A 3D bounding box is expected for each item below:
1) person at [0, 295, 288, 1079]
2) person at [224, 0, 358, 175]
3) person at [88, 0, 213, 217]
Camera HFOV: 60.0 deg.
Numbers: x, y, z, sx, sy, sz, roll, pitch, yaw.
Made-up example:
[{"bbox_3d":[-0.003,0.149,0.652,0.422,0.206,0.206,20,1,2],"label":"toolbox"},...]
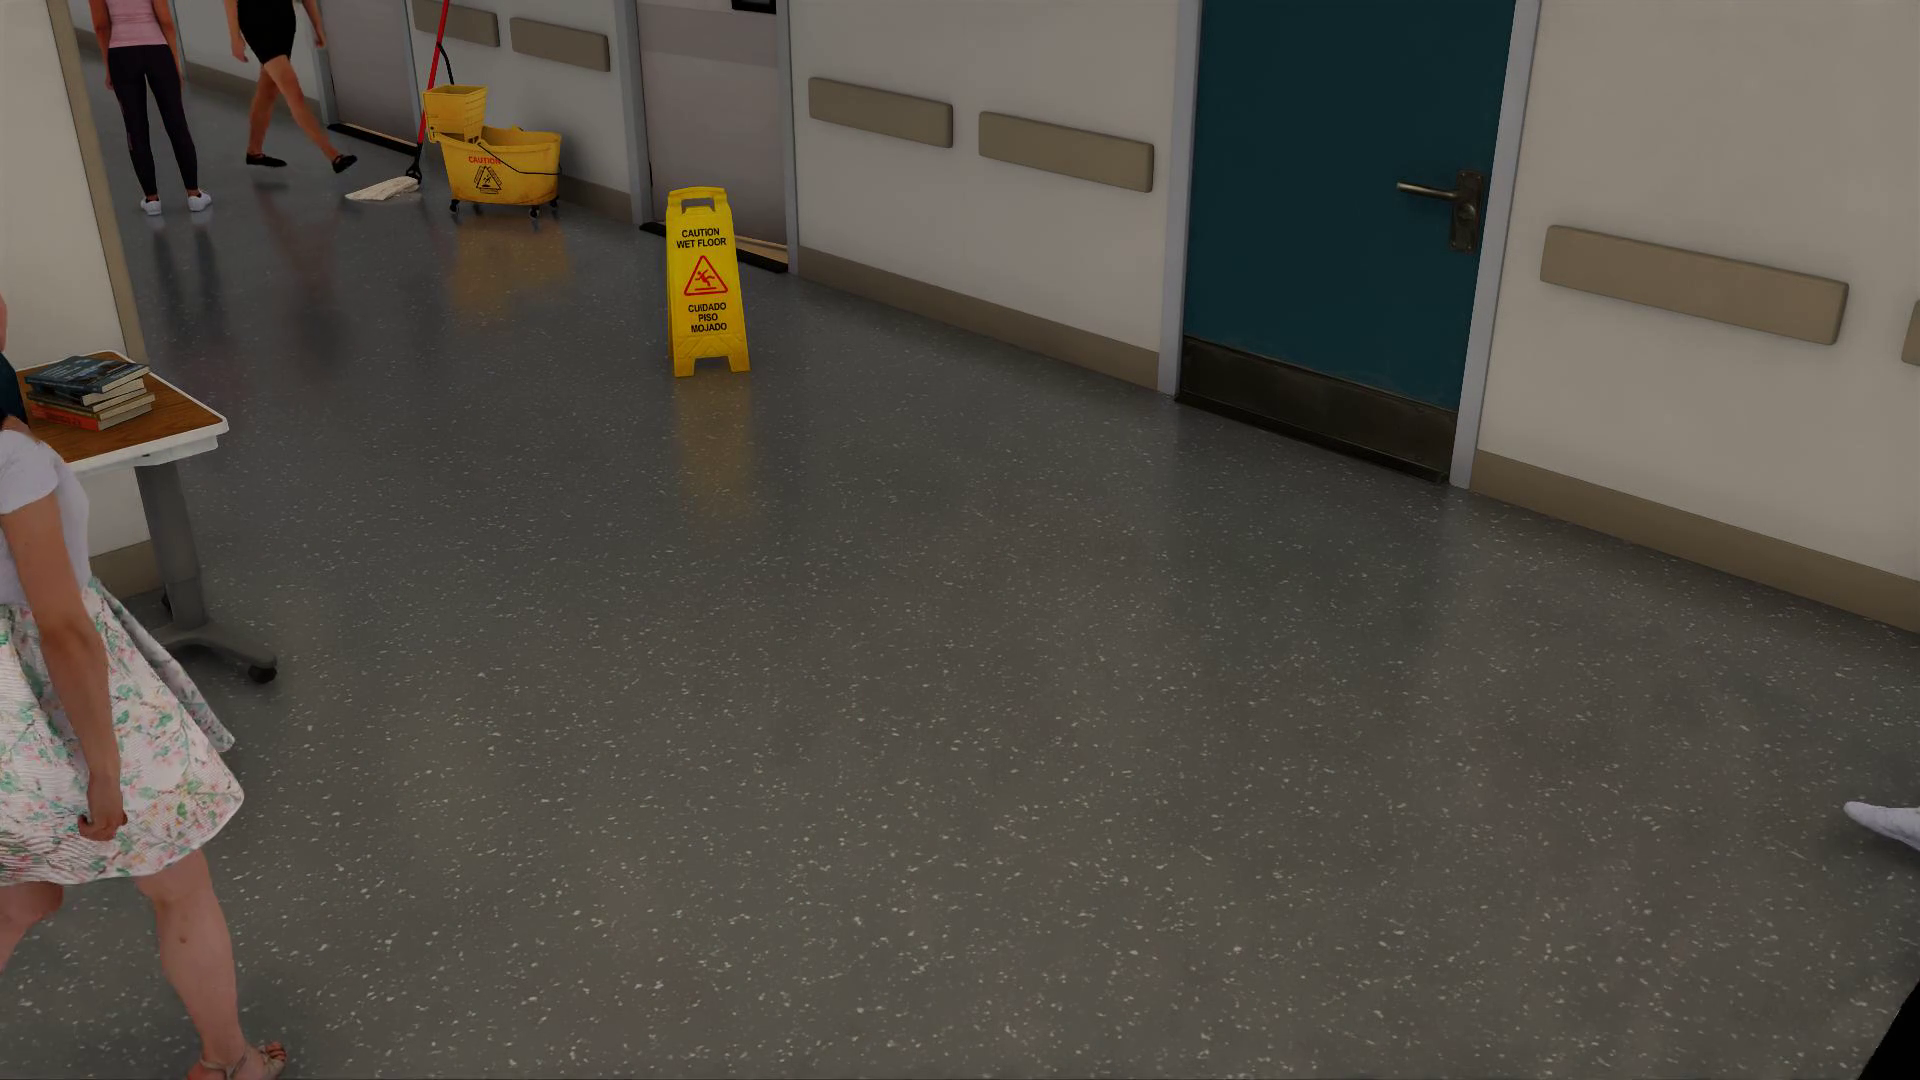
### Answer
[{"bbox_3d":[-1.599,0.377,2.758,1.076,1.751,0.988,11,28,22],"label":"person"},{"bbox_3d":[-4.122,-3.001,9.767,1.231,1.749,0.953,11,28,21],"label":"person"},{"bbox_3d":[-4.464,-2.606,9.075,0.640,1.638,0.649,-10,27,-19],"label":"person"}]
